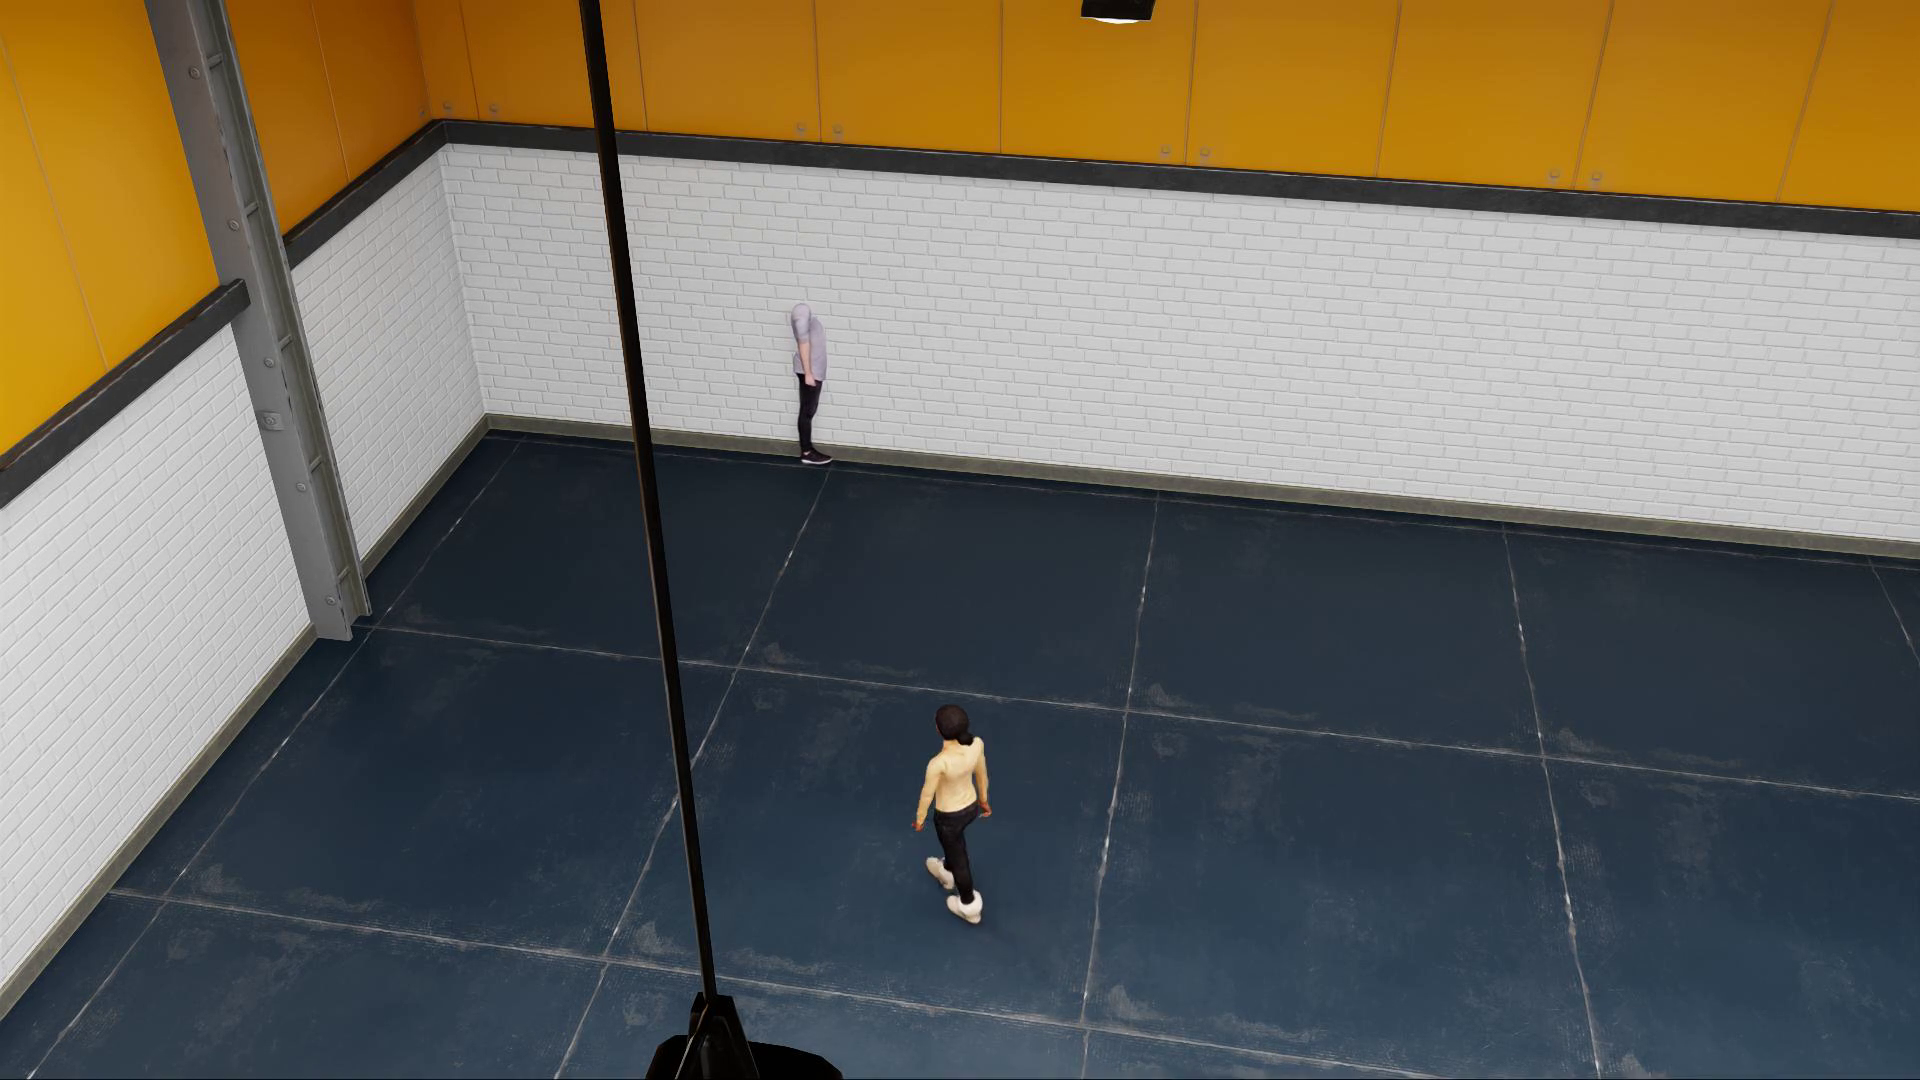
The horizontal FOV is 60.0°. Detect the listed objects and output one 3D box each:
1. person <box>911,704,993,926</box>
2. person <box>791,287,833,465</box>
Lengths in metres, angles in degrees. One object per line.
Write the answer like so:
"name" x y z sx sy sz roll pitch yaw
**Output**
"person" 0.031 1.719 10.235 0.922 1.645 0.957 -26 42 -34
"person" -1.353 -1.582 15.027 0.746 1.837 0.562 2 34 2
